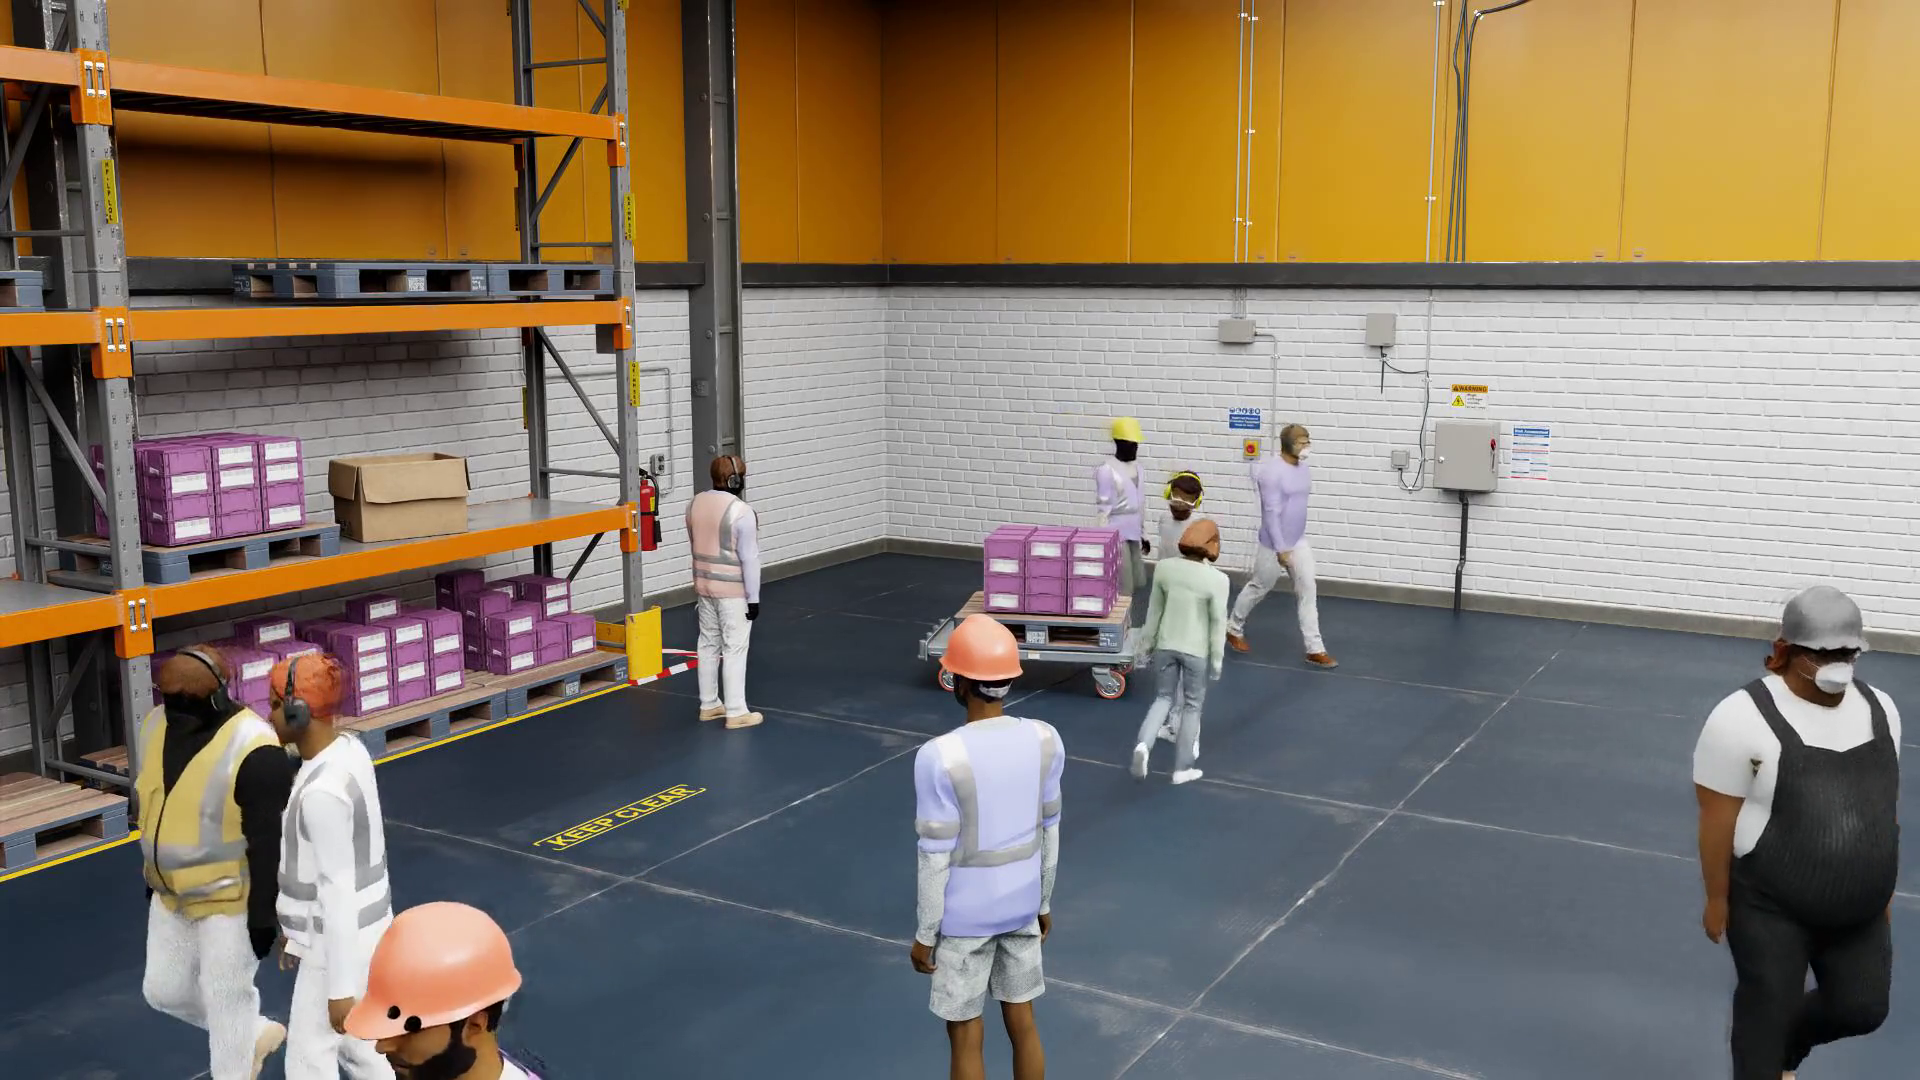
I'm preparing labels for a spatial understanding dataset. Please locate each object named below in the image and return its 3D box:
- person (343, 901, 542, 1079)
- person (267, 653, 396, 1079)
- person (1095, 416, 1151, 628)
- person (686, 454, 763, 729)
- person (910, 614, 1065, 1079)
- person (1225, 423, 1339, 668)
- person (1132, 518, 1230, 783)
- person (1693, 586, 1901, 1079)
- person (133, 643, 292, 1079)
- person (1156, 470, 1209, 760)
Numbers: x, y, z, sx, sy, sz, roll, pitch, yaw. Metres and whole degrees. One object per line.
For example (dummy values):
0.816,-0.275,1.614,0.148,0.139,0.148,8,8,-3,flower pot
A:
-0.956,1.594,3.047,0.580,1.915,0.681,9,13,44,person
-1.990,1.272,5.266,0.671,1.870,0.573,-2,9,-14,person
1.272,-0.047,13.301,0.636,1.911,0.606,7,11,37,person
-1.556,0.342,11.152,0.621,1.836,0.431,7,12,38,person
0.075,1.199,5.448,0.545,1.942,0.354,-6,11,-33,person
2.494,0.018,13.006,0.621,1.897,1.047,-7,12,-39,person
1.279,0.673,9.742,0.552,1.608,0.546,7,11,37,person
2.804,1.132,5.558,0.689,2.000,0.632,-1,9,-8,person
-2.566,1.215,5.761,0.699,1.810,0.494,5,10,28,person
1.348,0.449,10.503,0.360,1.833,0.700,-4,10,-24,person
